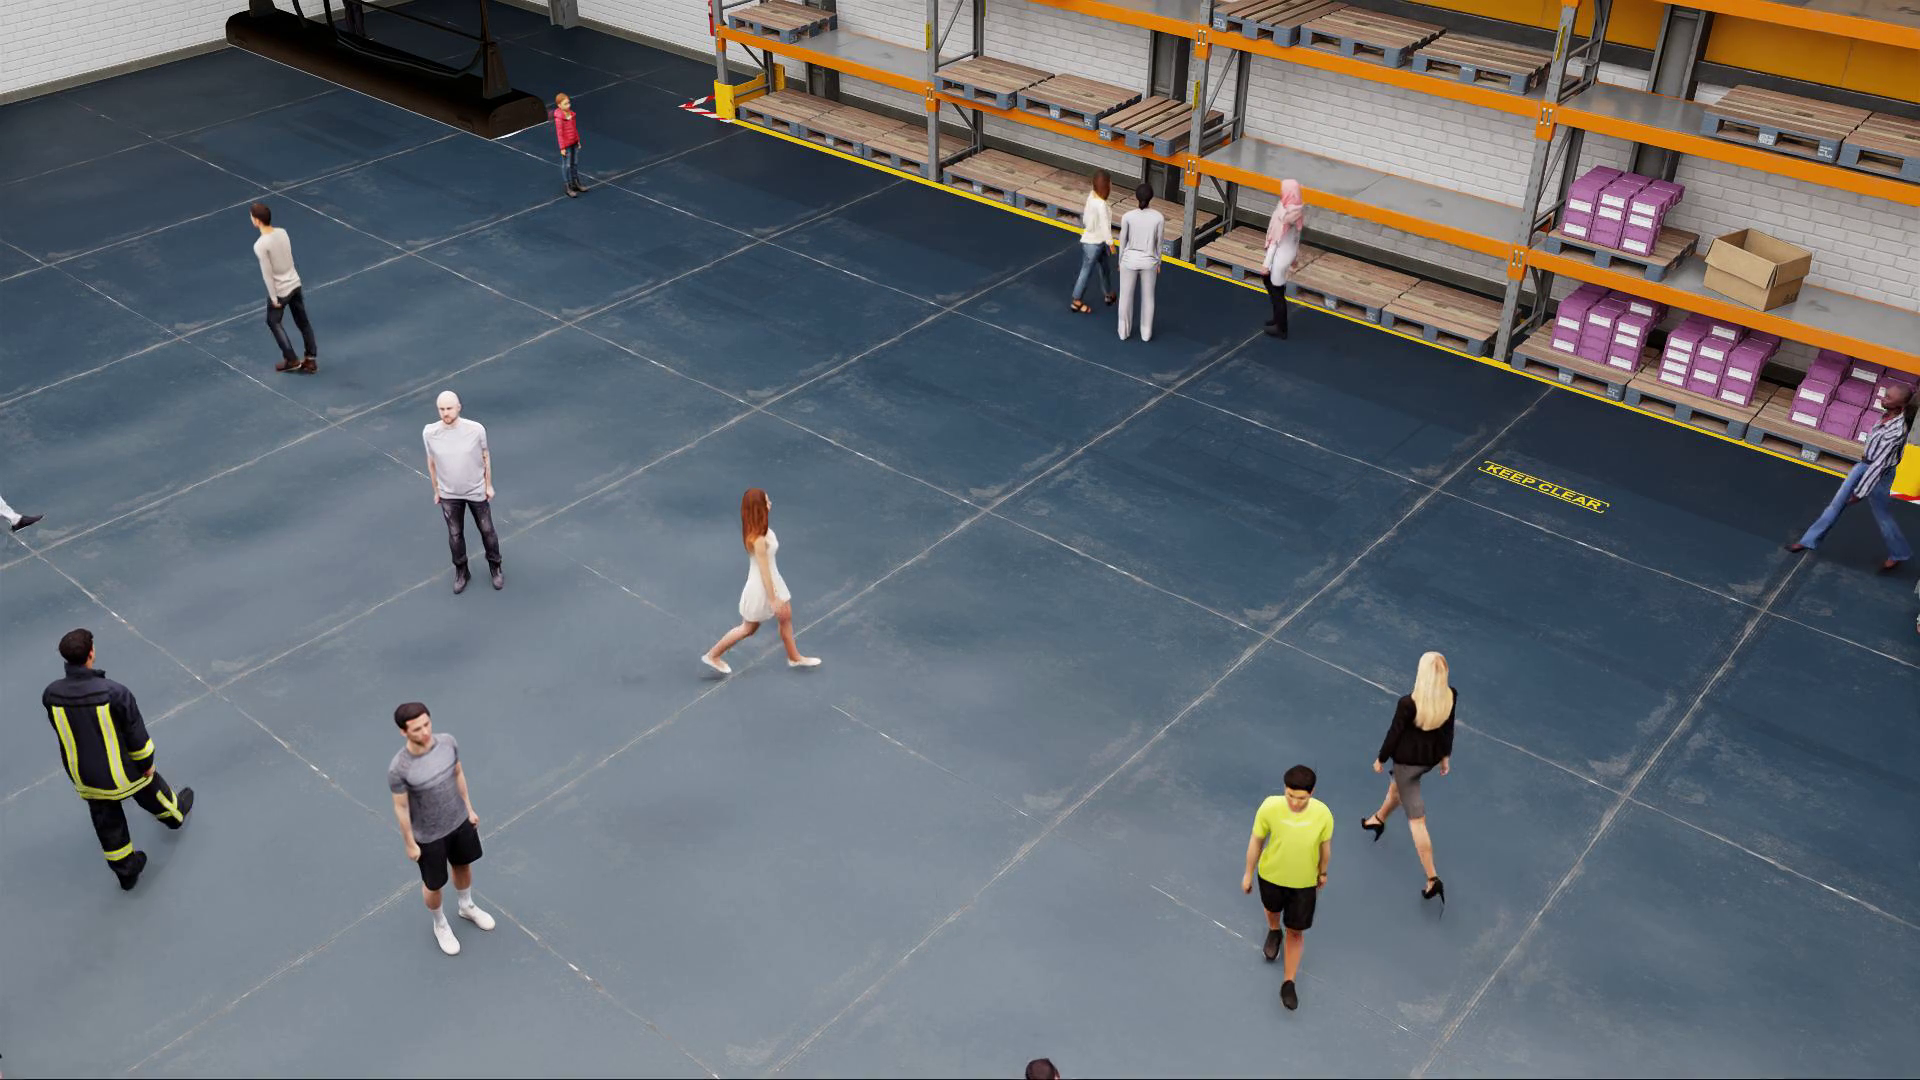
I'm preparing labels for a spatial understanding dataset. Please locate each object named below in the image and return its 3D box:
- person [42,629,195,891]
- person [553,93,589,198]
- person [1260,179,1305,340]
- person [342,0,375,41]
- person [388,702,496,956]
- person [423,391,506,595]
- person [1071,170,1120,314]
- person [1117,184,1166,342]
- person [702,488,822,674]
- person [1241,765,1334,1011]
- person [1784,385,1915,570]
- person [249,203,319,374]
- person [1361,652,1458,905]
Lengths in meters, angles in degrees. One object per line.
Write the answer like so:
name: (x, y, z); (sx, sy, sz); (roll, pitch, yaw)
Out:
person: (-5.639, 1.501, 10.921); (1.191, 1.887, 1.251); (-2, 34, -4)
person: (-5.031, -5.085, 21.345); (0.553, 1.318, 0.550); (16, 37, 23)
person: (3.508, -2.955, 17.710); (0.669, 1.793, 0.667); (19, 38, 26)
person: (-9.809, -8.883, 26.670); (0.556, 1.748, 0.708); (13, 36, 19)
person: (-3.308, 1.778, 10.520); (0.529, 1.871, 0.645); (25, 41, 32)
person: (-4.135, -0.423, 13.866); (0.752, 1.832, 0.797); (-5, 34, -8)
person: (1.390, -3.264, 18.295); (0.988, 1.660, 0.924); (-2, 34, -3)
person: (1.921, -2.963, 17.777); (0.675, 1.733, 0.768); (2, 34, 3)
person: (-1.614, 0.375, 12.806); (1.143, 1.676, 1.093); (-3, 34, -5)
person: (2.048, 2.001, 10.359); (1.045, 1.677, 0.984); (8, 34, 12)
person: (7.809, -0.473, 14.027); (1.323, 1.737, 1.051); (7, 34, 11)
person: (-6.848, -2.546, 17.045); (0.758, 1.849, 0.741); (13, 36, 19)
person: (3.032, 1.573, 10.899); (0.977, 1.793, 1.275); (-14, 36, -20)
